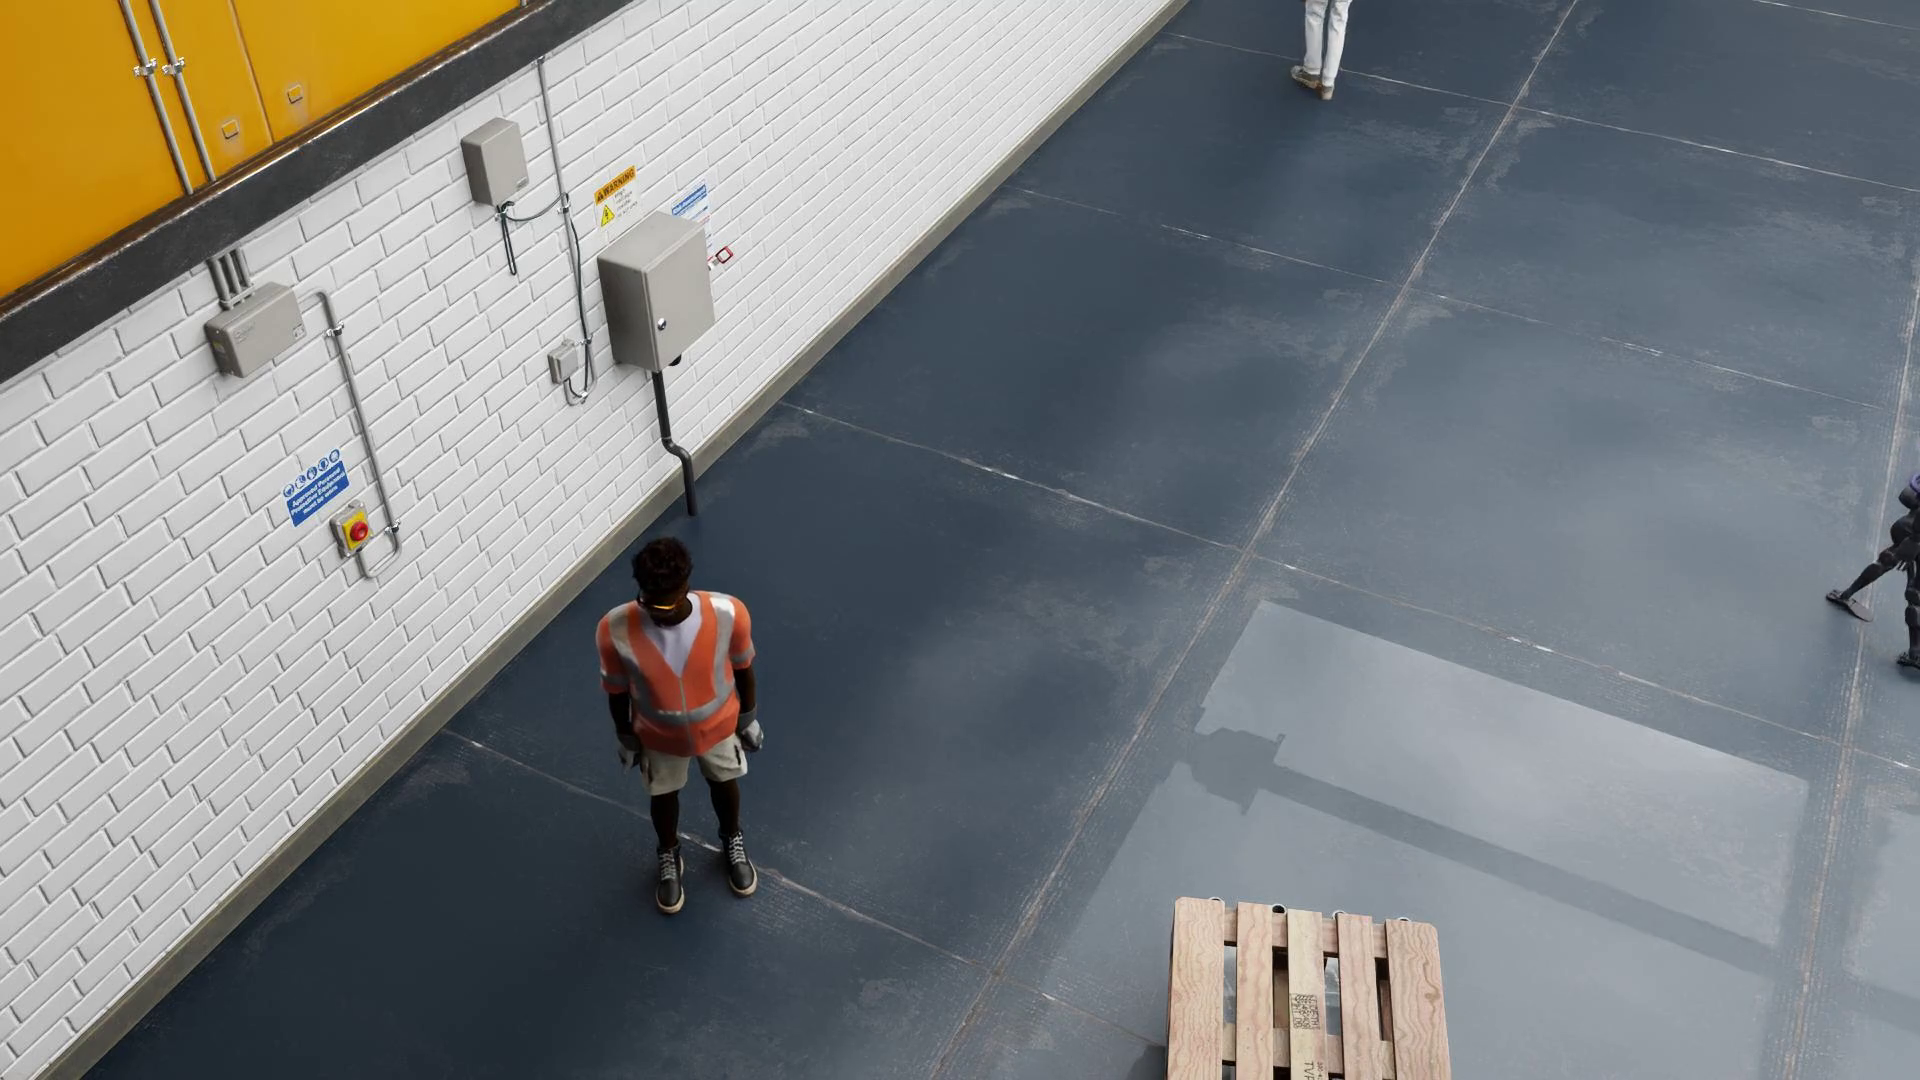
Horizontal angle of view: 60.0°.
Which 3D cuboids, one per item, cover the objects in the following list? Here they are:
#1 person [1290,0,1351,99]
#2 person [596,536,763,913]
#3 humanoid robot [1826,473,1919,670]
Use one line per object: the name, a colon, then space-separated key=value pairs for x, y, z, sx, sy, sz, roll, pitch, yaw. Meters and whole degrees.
person: x=2.820 y=-4.301 z=12.600 sx=0.615 sy=1.866 sz=0.523 roll=-10 pitch=42 yaw=-11
person: x=-1.094 y=0.740 z=6.683 sx=0.607 sy=1.963 sz=0.369 roll=-9 pitch=42 yaw=-10
humanoid robot: x=4.723 y=-0.128 z=7.930 sx=0.598 sy=1.631 sz=0.713 roll=-27 pitch=48 yaw=-28
